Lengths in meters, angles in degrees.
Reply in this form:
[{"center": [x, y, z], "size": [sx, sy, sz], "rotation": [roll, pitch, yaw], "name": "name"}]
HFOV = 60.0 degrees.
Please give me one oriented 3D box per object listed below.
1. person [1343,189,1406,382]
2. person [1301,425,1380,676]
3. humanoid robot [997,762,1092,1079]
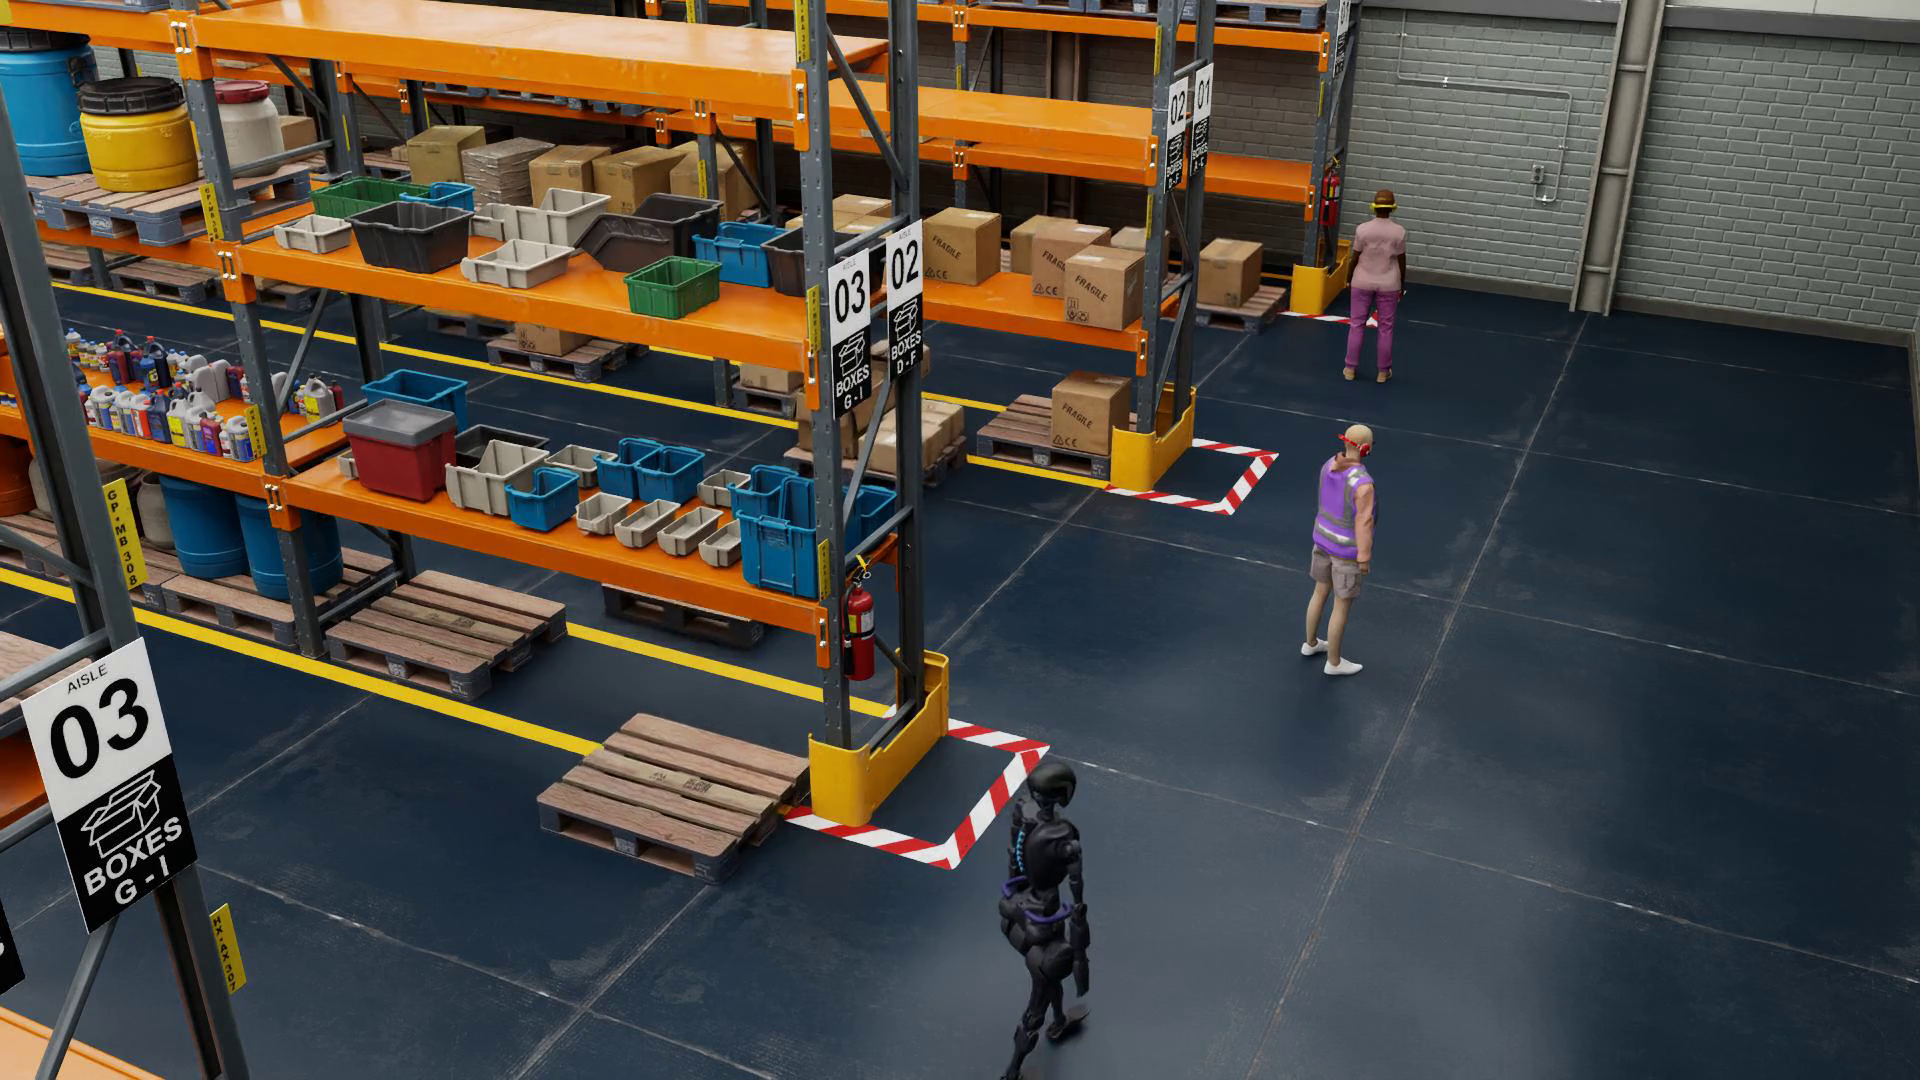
[{"center": [3.829, -2.333, 15.301], "size": [0.519, 1.804, 0.331], "rotation": [7, 27, 14], "name": "person"}, {"center": [2.425, 0.057, 10.590], "size": [0.348, 1.688, 0.492], "rotation": [-11, 28, -21], "name": "person"}, {"center": [0.412, 1.676, 7.340], "size": [0.646, 1.633, 0.592], "rotation": [-16, 30, -28], "name": "humanoid robot"}]
